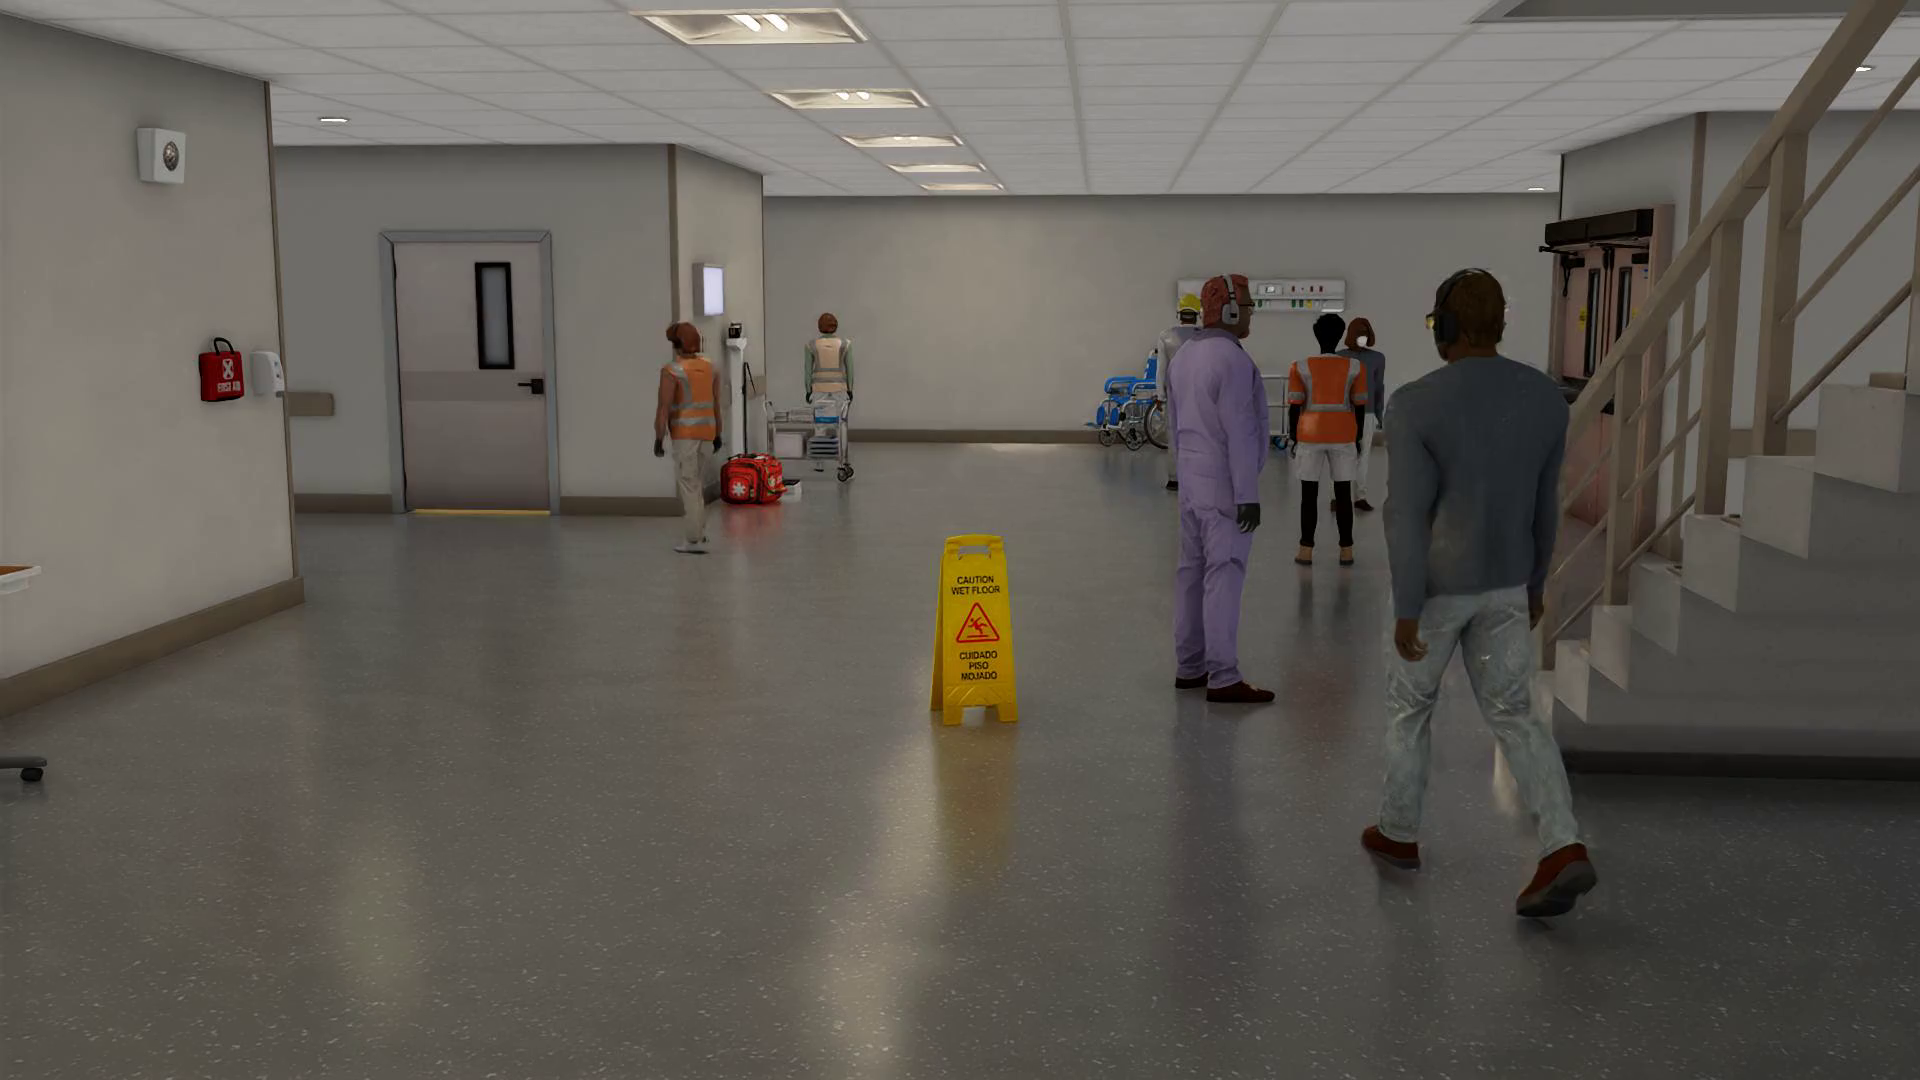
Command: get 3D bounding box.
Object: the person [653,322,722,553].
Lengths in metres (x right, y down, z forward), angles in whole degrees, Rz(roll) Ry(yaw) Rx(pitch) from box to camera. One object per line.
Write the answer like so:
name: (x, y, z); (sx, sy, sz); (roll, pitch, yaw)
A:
person: (-1.955, -0.720, 11.741); (0.479, 1.622, 0.531); (6, 10, 37)

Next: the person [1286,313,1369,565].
person: (2.461, -0.670, 11.184); (0.540, 1.695, 0.317); (1, 8, 5)

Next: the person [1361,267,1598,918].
person: (1.548, 0.147, 4.950); (0.632, 1.909, 0.955); (-2, 9, -16)

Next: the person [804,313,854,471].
person: (-1.346, -1.519, 17.148); (0.513, 1.640, 0.309); (-1, 8, -5)

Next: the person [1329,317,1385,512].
person: (3.320, -1.048, 13.969); (0.506, 1.631, 0.269); (-1, 8, -8)

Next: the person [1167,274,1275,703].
person: (1.188, -0.232, 7.490); (0.406, 1.911, 0.637); (-3, 9, -18)

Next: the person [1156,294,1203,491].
person: (2.116, -1.365, 15.450); (0.600, 1.830, 0.403); (1, 8, 5)
